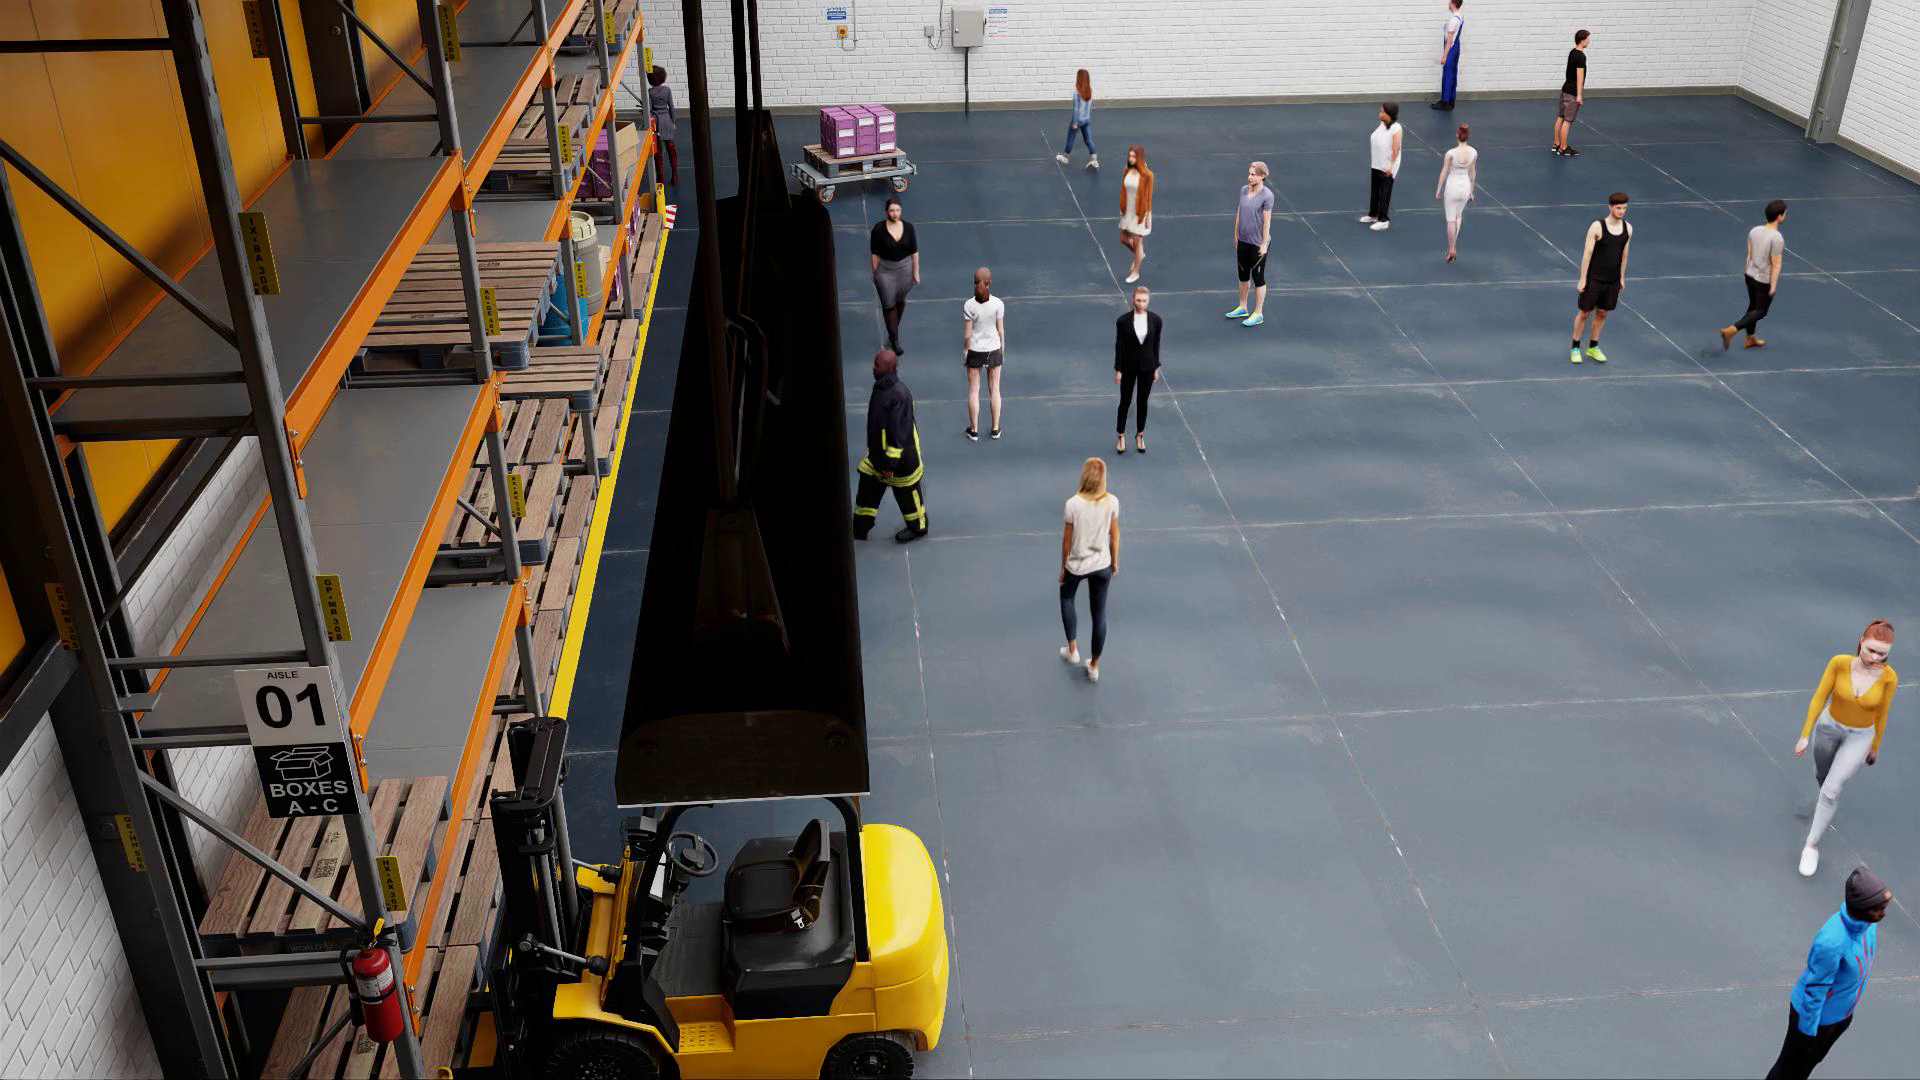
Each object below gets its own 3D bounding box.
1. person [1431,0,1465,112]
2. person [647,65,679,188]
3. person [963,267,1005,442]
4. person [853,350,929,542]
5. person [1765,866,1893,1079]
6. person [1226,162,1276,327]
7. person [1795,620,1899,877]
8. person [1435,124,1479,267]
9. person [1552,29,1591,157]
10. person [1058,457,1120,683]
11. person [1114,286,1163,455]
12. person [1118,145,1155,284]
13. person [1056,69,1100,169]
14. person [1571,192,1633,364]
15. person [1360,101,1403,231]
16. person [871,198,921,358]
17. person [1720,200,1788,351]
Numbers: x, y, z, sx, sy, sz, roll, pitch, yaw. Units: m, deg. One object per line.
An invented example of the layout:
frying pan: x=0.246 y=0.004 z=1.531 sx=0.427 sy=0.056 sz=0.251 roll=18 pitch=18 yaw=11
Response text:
person: x=8.199 y=-8.137 z=27.758 sx=0.769 sy=1.849 sz=0.693 roll=19 pitch=34 yaw=31
person: x=-4.294 y=-5.947 z=23.890 sx=0.661 sy=1.708 sz=0.636 roll=-14 pitch=32 yaw=-25
person: x=0.231 y=-1.819 z=16.277 sx=0.560 sy=1.752 sz=0.551 roll=-3 pitch=29 yaw=-6
person: x=-0.503 y=-0.799 z=14.368 sx=1.085 sy=1.788 sz=1.159 roll=-15 pitch=32 yaw=-26
person: x=4.402 y=2.389 z=8.517 sx=0.687 sy=1.796 sz=0.709 roll=-21 pitch=35 yaw=-33
person: x=3.364 y=-3.403 z=19.043 sx=0.797 sy=1.883 sz=0.703 roll=-21 pitch=35 yaw=-34
person: x=5.682 y=1.239 z=10.710 sx=1.077 sy=1.715 sz=1.205 roll=16 pitch=32 yaw=27
person: x=6.229 y=-4.283 z=20.764 sx=0.594 sy=1.780 sz=0.617 roll=-3 pitch=29 yaw=-6
person: x=9.328 y=-6.846 z=25.377 sx=0.751 sy=1.861 sz=0.547 roll=0 pitch=29 yaw=0
person: x=0.979 y=0.264 z=12.413 sx=0.661 sy=1.796 sz=0.688 roll=-5 pitch=29 yaw=-8
person: x=1.703 y=-1.633 z=15.988 sx=0.610 sy=1.701 sz=0.502 roll=-3 pitch=29 yaw=-5
person: x=2.216 y=-4.014 z=20.352 sx=0.857 sy=1.702 sz=0.916 roll=24 pitch=37 yaw=37
person: x=1.858 y=-6.198 z=24.627 sx=0.963 sy=1.443 sz=1.077 roll=-25 pitch=37 yaw=-37
person: x=6.961 y=-2.853 z=18.027 sx=0.703 sy=1.891 sz=0.571 roll=-5 pitch=29 yaw=-8
person: x=5.651 y=-5.019 z=22.211 sx=0.732 sy=1.688 sz=0.561 roll=-5 pitch=29 yaw=-9
person: x=-0.751 y=-2.942 z=18.364 sx=0.831 sy=1.724 sz=1.086 roll=-10 pitch=30 yaw=-17
person: x=8.724 y=-2.871 z=18.256 sx=0.777 sy=1.703 sz=0.929 roll=-8 pitch=30 yaw=-14
